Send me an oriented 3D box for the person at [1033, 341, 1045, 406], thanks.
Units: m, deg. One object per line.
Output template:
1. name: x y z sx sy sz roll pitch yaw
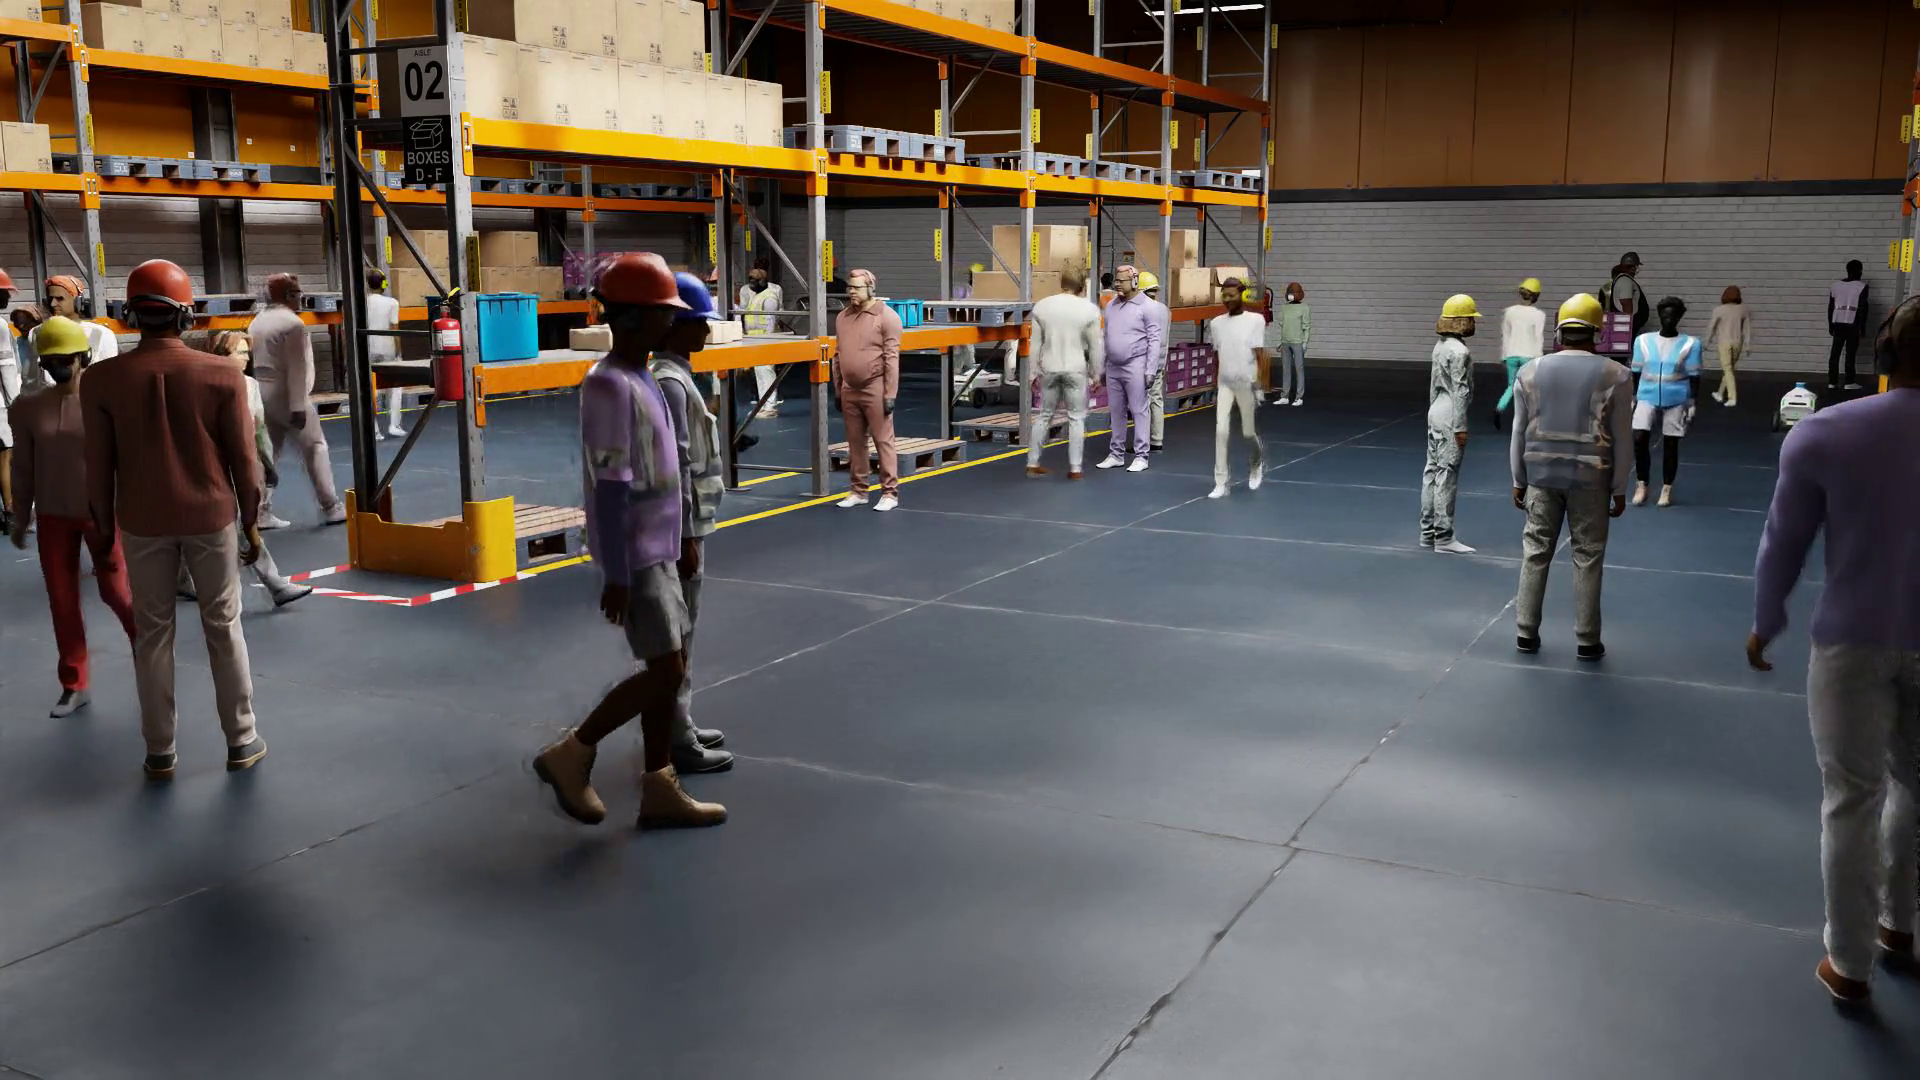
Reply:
1. person: 1.135 -2.706 21.982 0.572 1.875 0.970 2 10 13

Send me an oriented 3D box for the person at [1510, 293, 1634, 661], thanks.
1. person: 3.053 -0.312 8.325 0.591 1.823 0.405 7 12 35

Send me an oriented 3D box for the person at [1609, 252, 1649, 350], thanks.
1. person: 9.807 -3.199 24.394 0.538 2.000 0.682 2 10 9

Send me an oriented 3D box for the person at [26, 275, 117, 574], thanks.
1. person: -5.575 -0.716 10.479 0.576 1.882 0.355 0 10 0

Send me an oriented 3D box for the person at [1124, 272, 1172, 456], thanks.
1. person: 1.853 -1.751 16.620 0.404 1.827 0.601 8 13 40

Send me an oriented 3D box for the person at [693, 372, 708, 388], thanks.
1. person: -2.913 -1.879 17.395 0.670 1.811 0.623 -7 12 -36

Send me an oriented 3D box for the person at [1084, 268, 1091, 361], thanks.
1. person: 1.604 -2.998 23.325 0.813 2.018 0.572 -5 11 -25

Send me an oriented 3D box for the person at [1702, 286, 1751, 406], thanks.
1. person: 10.221 -2.578 22.143 0.505 1.575 0.903 -1 10 -5

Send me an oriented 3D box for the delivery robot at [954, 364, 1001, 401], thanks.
1. delivery robot: 0.221 -2.073 21.903 0.477 0.478 0.707 8 13 39

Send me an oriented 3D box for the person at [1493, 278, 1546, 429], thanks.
1. person: 6.242 -2.040 18.518 0.484 1.749 0.538 -8 13 -39

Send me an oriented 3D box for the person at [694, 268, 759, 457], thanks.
1. person: -2.297 -1.783 16.633 0.584 1.884 0.955 8 13 40

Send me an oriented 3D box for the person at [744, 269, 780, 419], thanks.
1. person: -2.425 -2.404 20.414 0.431 1.831 0.628 -5 11 -25

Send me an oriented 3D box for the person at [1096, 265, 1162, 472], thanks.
1. person: 1.542 -1.584 15.434 0.403 1.906 0.652 -9 14 -43

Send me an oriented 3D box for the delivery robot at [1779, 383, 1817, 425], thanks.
1. delivery robot: 9.483 -1.536 18.794 0.477 0.478 0.707 5 11 29

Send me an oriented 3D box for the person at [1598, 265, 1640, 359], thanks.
1. person: 10.377 -3.412 26.241 0.657 1.834 0.437 2 10 12

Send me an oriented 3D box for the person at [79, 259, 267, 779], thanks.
1. person: -3.022 -0.074 6.430 0.611 1.996 0.379 -4 10 -20

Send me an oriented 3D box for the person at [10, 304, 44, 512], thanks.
1. person: -7.065 -0.970 12.652 0.548 1.624 0.479 0 10 1

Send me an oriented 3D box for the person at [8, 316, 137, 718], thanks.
1. person: -3.916 -0.123 7.422 0.546 1.753 0.607 -1 10 -6

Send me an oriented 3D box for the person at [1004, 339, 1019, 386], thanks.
1. person: 0.813 -3.175 25.420 0.310 1.639 0.514 -1 10 -6

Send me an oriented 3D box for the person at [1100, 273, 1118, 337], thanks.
1. person: 2.416 -3.538 27.353 0.533 1.697 0.319 2 10 12

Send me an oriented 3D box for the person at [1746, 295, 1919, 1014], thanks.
1. person: 2.548 0.289 4.593 0.658 1.908 0.790 3 10 16

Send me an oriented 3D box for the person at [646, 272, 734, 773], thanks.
1. person: -1.103 -0.067 6.531 0.394 1.945 0.614 -2 10 -13

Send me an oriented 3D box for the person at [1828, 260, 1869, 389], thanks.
1. person: 13.235 -3.210 24.823 0.393 1.916 0.590 -5 11 -28

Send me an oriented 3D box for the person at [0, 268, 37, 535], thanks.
1. person: -6.908 -1.004 11.981 0.543 1.941 0.353 7 12 35

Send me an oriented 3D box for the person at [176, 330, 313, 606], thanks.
1. person: -4.171 -0.405 9.522 0.936 1.580 0.535 2 10 10

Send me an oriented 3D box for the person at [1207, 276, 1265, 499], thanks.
1. person: 2.343 -1.284 13.905 0.533 1.844 0.812 5 11 29

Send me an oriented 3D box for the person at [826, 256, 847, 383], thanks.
1. person: -2.049 -3.414 25.808 0.640 1.983 0.412 0 10 -2

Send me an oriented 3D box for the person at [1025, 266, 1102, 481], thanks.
1. person: 0.911 -1.456 14.763 0.713 1.905 0.398 3 10 19

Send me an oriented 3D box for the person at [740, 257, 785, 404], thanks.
1. person: -2.645 -2.803 22.321 0.602 1.966 0.368 1 10 3

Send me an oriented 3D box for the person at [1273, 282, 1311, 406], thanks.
1. person: 4.418 -2.598 22.091 0.281 1.634 0.499 -9 13 -41

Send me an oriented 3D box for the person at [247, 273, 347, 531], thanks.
1. person: -4.885 -1.020 12.271 0.670 1.865 0.904 7 12 36

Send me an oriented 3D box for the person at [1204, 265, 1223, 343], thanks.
1. person: 3.866 -3.290 25.508 1.021 1.822 0.588 0 10 -3

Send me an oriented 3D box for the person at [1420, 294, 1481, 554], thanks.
1. person: 3.341 -0.787 11.289 0.310 1.744 0.486 0 10 -3

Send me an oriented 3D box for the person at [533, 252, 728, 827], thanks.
1. person: -1.133 0.035 5.716 0.538 2.024 0.641 0 10 1

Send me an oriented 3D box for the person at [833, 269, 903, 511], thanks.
1. person: -0.758 -1.175 13.102 0.635 1.899 0.398 7 12 35

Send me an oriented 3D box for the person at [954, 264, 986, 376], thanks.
1. person: 0.180 -3.151 24.650 0.880 1.855 0.608 6 11 30

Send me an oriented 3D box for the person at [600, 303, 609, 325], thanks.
1. person: -3.748 -2.117 18.582 0.658 1.883 0.598 6 12 32

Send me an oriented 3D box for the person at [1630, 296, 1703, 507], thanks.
1. person: 5.552 -1.078 13.152 0.548 1.677 0.580 6 12 32

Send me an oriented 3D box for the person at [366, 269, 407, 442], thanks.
1. person: -6.254 -1.999 18.000 0.567 1.843 0.740 0 10 1
